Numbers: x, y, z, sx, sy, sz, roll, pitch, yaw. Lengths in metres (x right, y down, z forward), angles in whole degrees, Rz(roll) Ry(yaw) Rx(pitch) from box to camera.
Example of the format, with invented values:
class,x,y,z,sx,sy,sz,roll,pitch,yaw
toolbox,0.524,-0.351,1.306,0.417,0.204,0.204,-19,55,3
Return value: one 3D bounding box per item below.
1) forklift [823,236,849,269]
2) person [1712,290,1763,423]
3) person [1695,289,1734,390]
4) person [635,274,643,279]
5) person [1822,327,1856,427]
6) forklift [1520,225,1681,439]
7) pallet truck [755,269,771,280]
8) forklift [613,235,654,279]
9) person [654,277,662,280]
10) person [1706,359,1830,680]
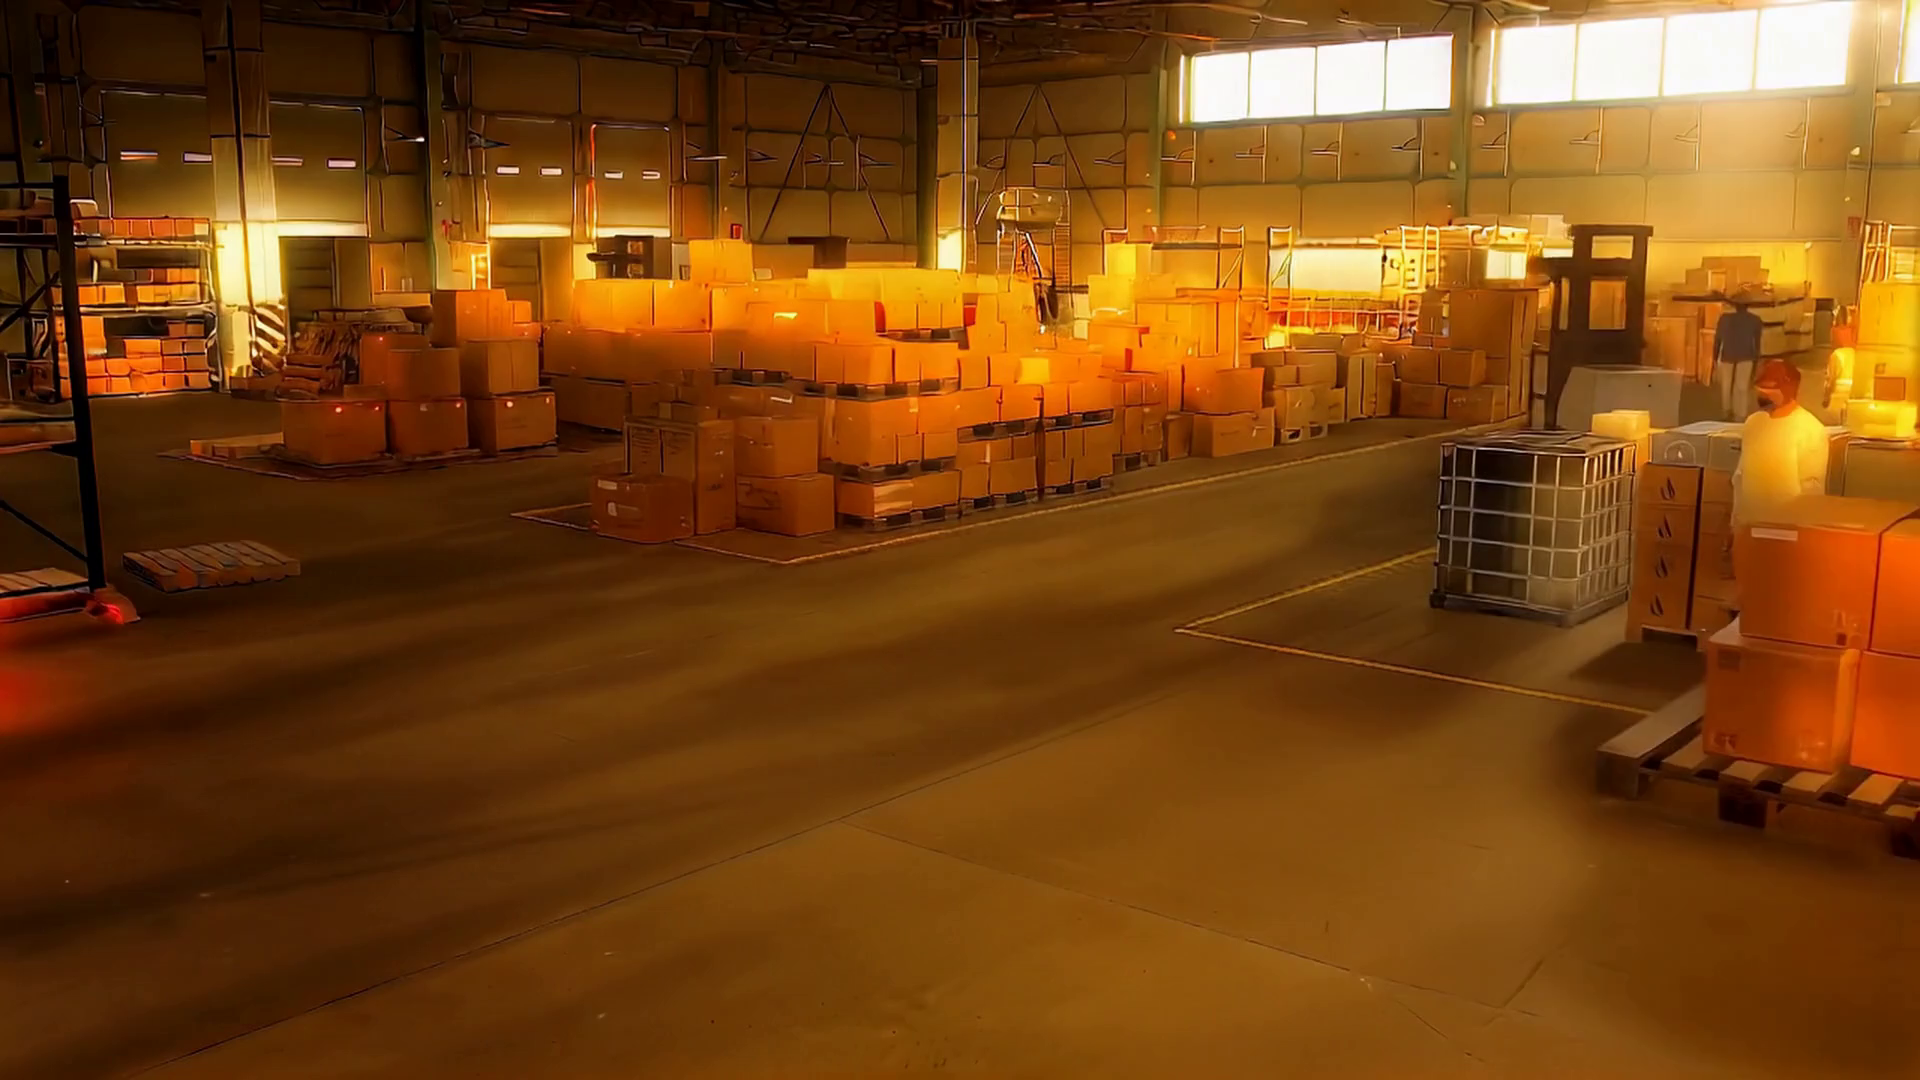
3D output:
class,x,y,z,sx,sy,sz,roll,pitch,yaw
forklift,-2.943,-5.851,39.703,1.873,2.768,1.129,2,10,14
person,10.946,-2.534,23.468,0.622,1.945,1.002,5,11,27
person,13.710,-3.645,30.196,0.654,1.802,0.901,7,12,33
person,-7.533,-5.301,39.284,0.367,1.927,0.590,8,13,38
person,10.199,-1.651,19.337,0.513,1.636,0.309,-9,13,-41
forklift,8.001,-2.499,20.619,1.129,2.768,1.873,-2,10,-10
pallet truck,-4.996,-6.432,45.525,1.885,1.965,0.823,-6,12,-32
forklift,-7.295,-5.450,37.422,1.873,2.768,1.129,8,13,40
person,-6.515,-4.726,36.023,0.632,1.930,0.387,-5,11,-25
person,4.567,-0.050,9.376,0.372,1.934,0.627,-2,10,-13
